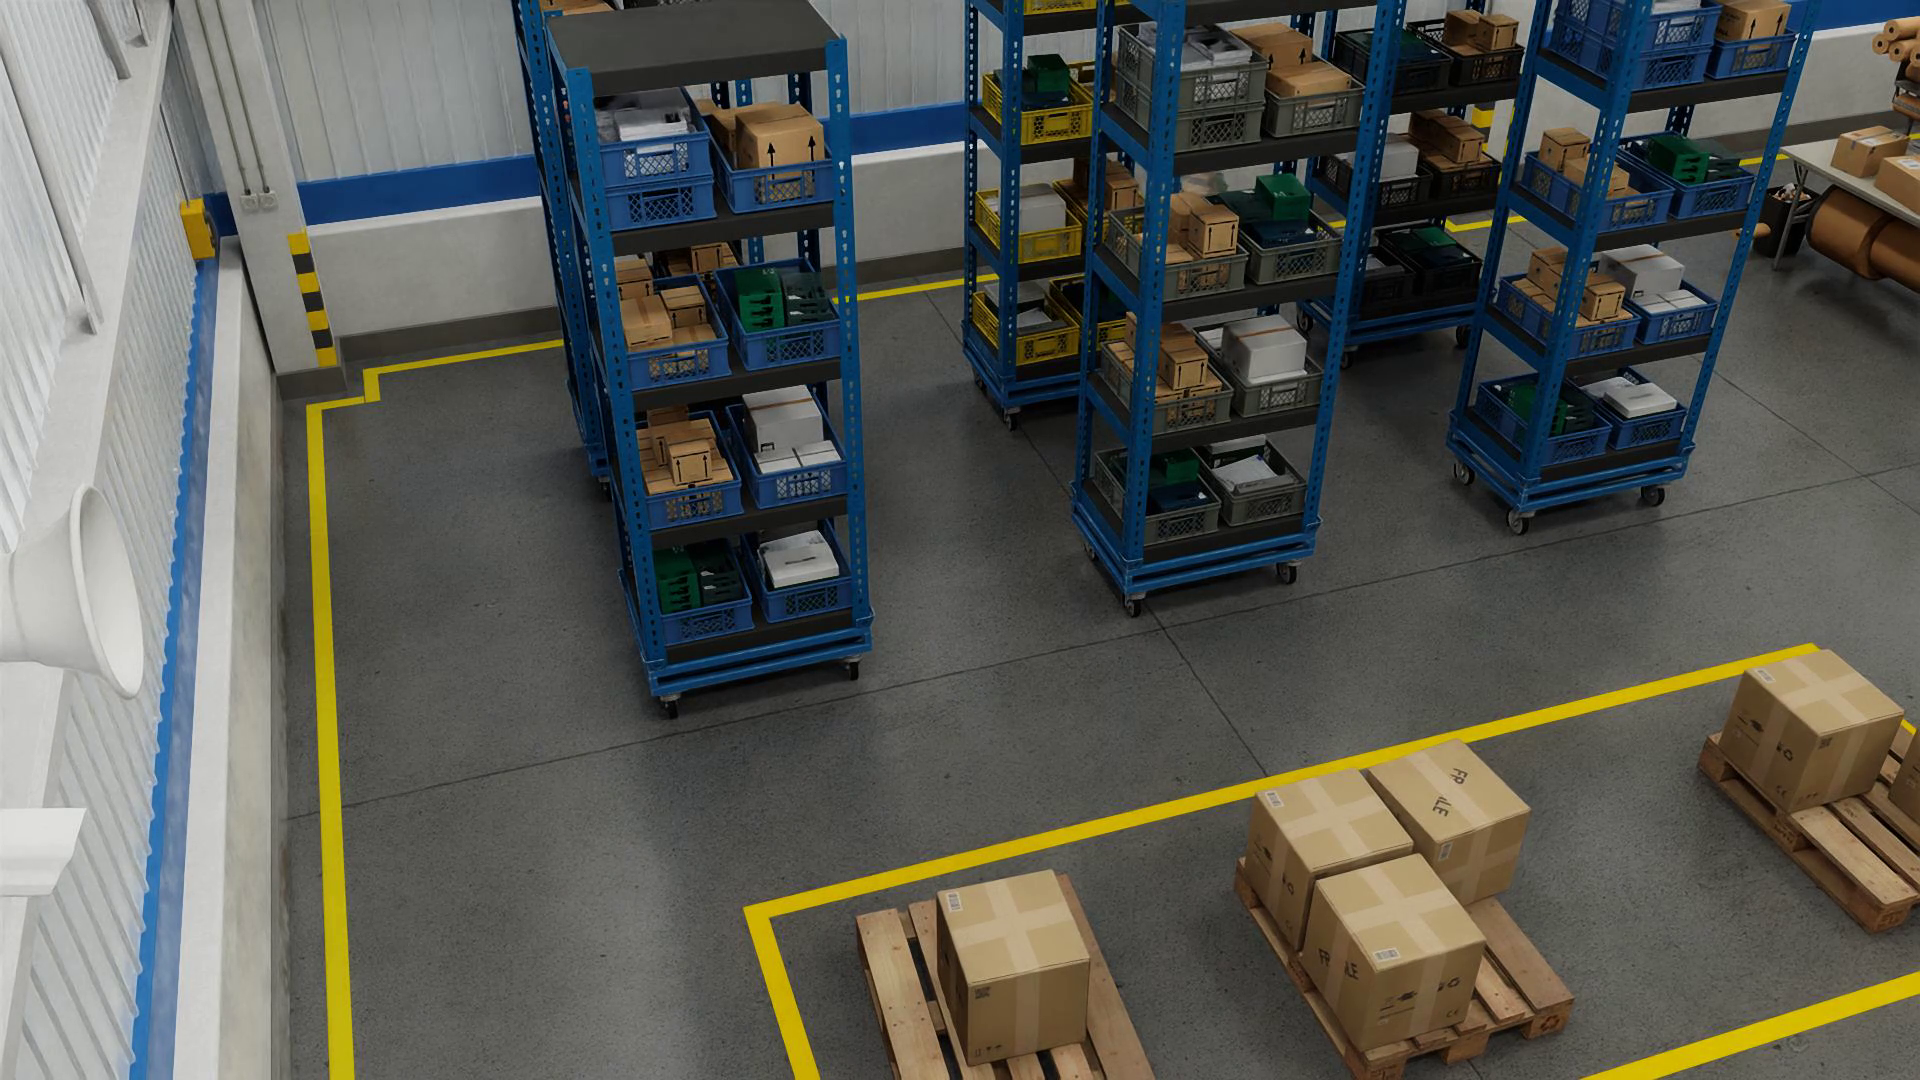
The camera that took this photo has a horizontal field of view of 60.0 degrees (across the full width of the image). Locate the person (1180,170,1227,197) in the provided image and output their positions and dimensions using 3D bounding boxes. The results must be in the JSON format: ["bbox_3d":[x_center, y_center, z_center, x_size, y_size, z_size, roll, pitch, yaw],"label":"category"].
[{"bbox_3d":[1.863,-2.687,12.703,0.837,1.599,0.518,-4,35,-6],"label":"person"}]

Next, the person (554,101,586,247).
[{"bbox_3d":[-2.552,-2.099,11.523,0.623,1.992,0.396,24,42,30],"label":"person"}]
